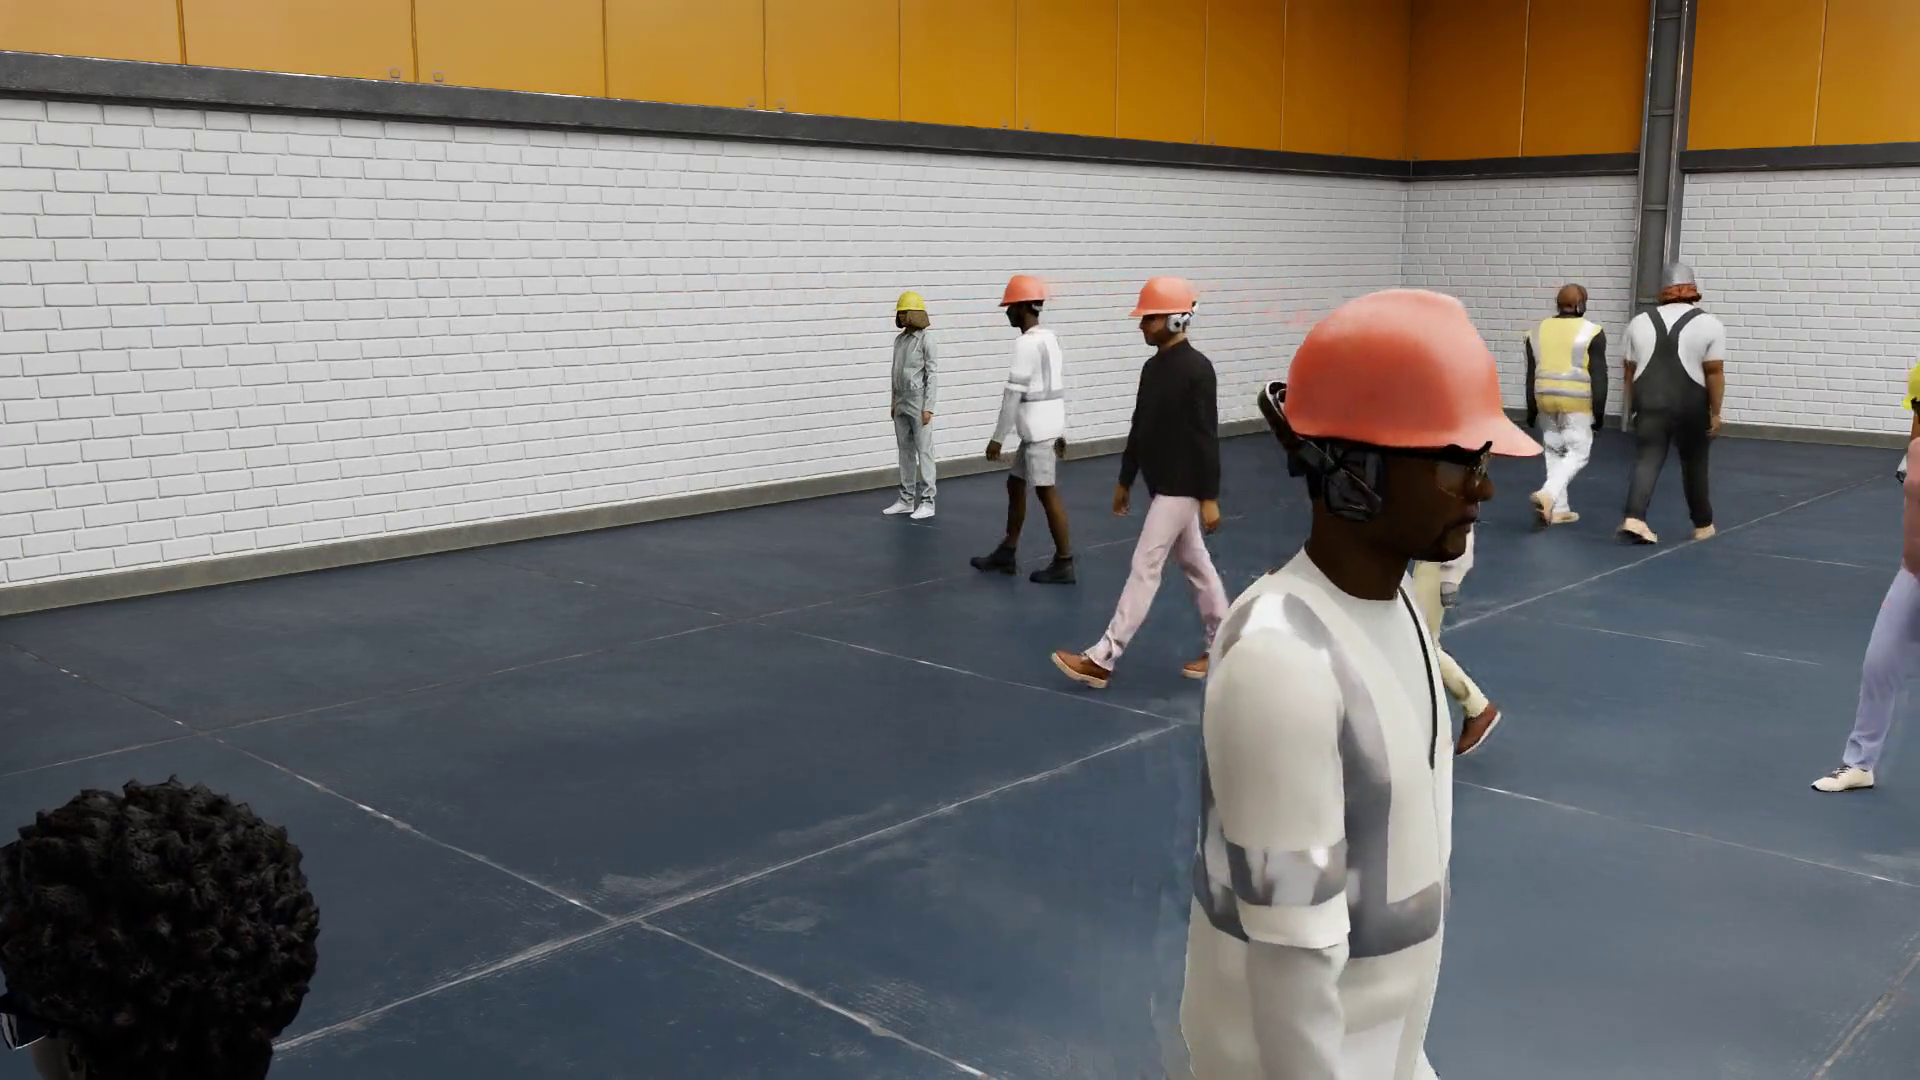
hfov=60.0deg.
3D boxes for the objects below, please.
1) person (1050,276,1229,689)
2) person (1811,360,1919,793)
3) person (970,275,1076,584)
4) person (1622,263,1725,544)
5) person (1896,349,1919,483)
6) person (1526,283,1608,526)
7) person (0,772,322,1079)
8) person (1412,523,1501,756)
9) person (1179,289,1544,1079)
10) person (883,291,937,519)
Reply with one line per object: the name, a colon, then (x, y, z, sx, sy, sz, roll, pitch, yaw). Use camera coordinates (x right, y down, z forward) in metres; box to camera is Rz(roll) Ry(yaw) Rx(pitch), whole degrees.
person: (0.924, -0.265, 7.871, 1.033, 1.934, 0.655, -2, 10, -13)
person: (3.726, 0.151, 6.166, 0.795, 1.708, 0.529, -1, 10, -8)
person: (0.363, -0.674, 10.313, 0.852, 1.899, 0.557, 3, 10, 15)
person: (5.020, -0.992, 11.728, 0.734, 2.000, 0.971, 8, 13, 40)
person: (5.553, -0.500, 9.400, 0.514, 1.876, 0.328, -2, 10, -11)
person: (4.465, -0.987, 12.343, 0.724, 1.826, 0.635, -8, 13, -38)
person: (-0.562, 1.013, 1.317, 0.322, 1.689, 0.530, 4, 11, 24)
person: (1.923, 0.104, 6.695, 0.389, 1.614, 0.519, 1, 10, 5)
person: (0.594, 0.696, 2.174, 0.872, 2.012, 0.634, 6, 12, 30)
person: (-0.377, -1.039, 12.847, 0.295, 1.744, 0.484, -9, 13, -41)
